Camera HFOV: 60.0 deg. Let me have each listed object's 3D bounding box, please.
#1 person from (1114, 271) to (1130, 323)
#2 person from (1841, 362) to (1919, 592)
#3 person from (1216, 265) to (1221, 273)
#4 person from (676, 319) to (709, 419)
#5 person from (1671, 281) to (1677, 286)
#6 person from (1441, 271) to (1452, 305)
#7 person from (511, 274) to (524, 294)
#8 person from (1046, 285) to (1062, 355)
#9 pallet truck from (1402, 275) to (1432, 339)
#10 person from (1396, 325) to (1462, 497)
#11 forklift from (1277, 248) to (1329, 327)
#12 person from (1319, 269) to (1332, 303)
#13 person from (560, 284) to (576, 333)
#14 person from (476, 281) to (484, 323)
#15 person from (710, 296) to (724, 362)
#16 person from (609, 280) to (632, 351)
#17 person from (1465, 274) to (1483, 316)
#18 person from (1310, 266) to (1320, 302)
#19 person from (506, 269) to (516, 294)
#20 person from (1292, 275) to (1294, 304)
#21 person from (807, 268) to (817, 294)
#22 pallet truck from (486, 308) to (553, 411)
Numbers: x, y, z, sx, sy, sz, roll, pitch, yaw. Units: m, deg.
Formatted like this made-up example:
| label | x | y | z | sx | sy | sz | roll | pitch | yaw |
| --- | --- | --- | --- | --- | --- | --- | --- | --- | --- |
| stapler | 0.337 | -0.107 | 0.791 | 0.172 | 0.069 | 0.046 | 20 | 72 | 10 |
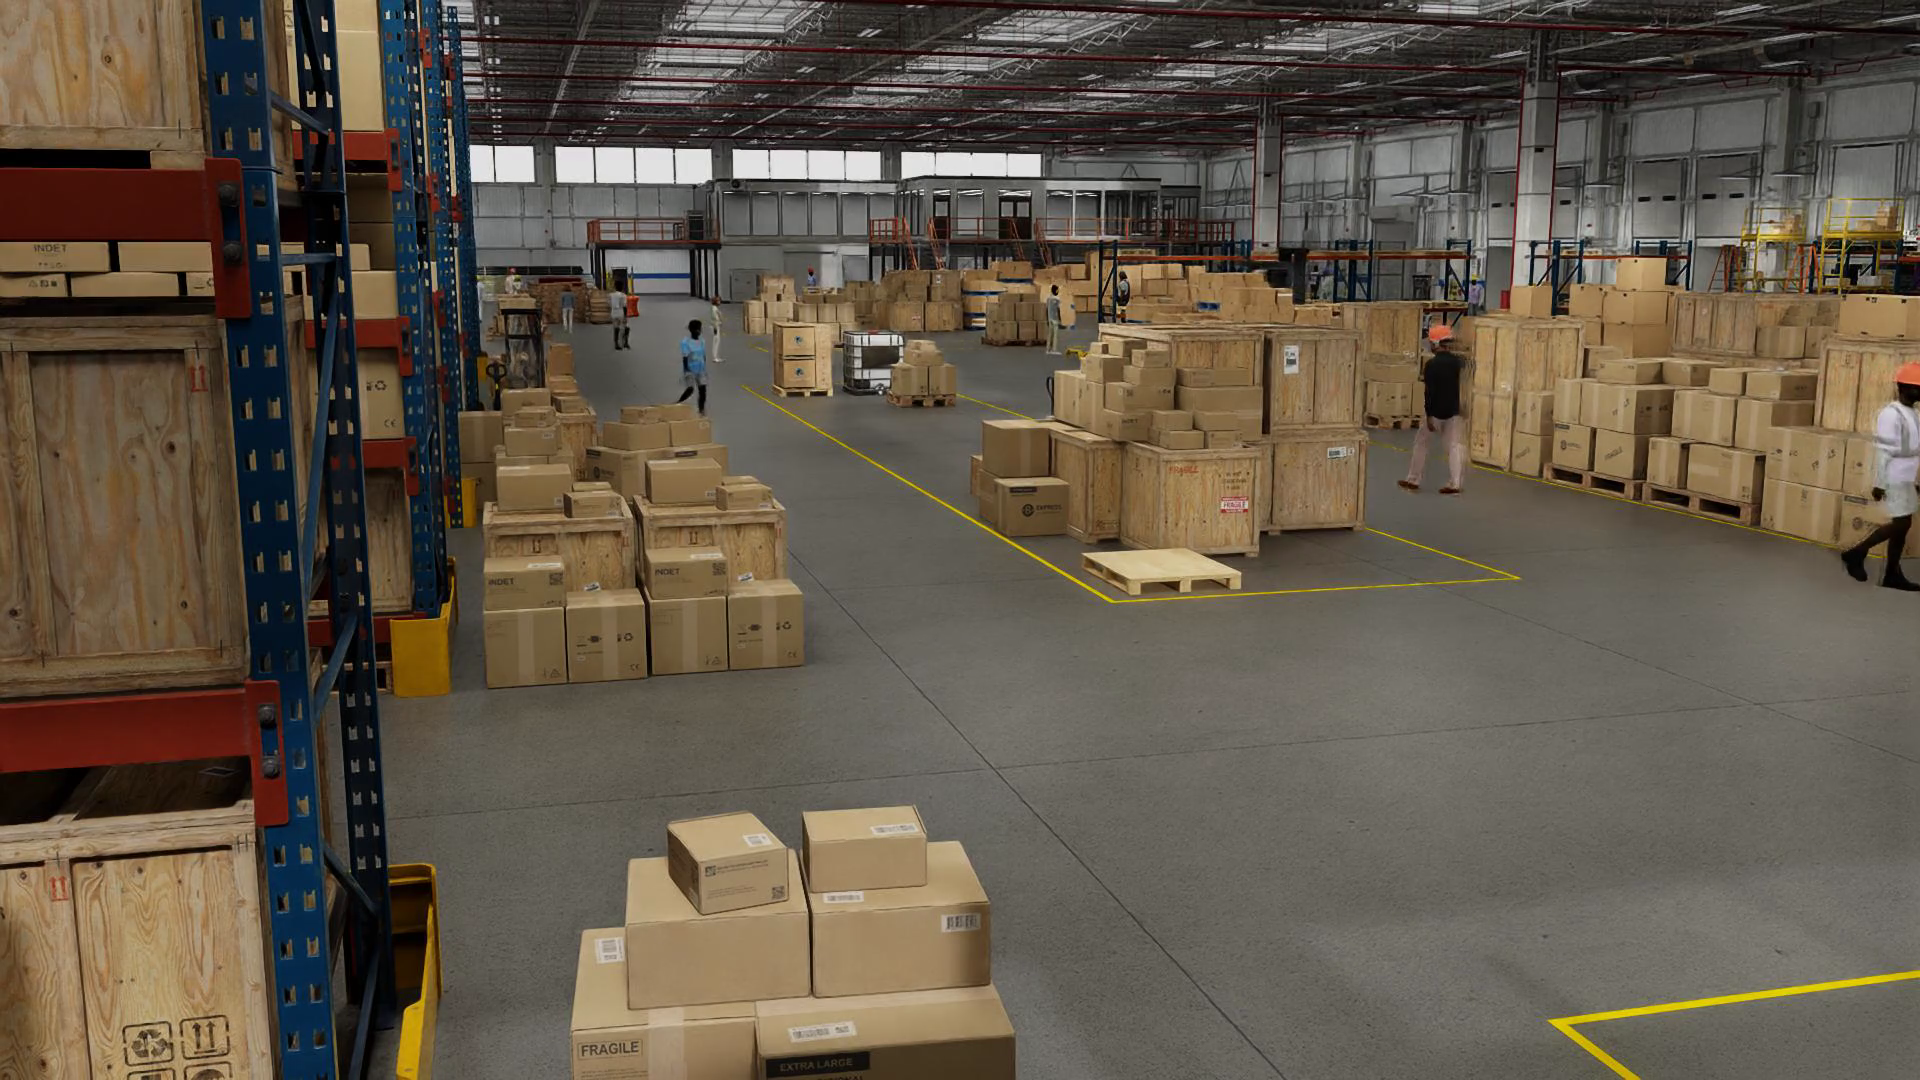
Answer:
| label | x | y | z | sx | sy | sz | roll | pitch | yaw |
| --- | --- | --- | --- | --- | --- | --- | --- | --- | --- |
| person | 5.651 | -8.406 | 58.151 | 0.535 | 2.000 | 0.688 | 4 | 11 | 20 |
| person | 7.809 | -0.530 | 13.897 | 0.545 | 1.925 | 0.492 | -8 | 13 | -39 |
| person | 14.831 | -14.789 | 94.908 | 0.630 | 1.819 | 0.469 | -8 | 13 | -39 |
| person | -4.414 | -2.810 | 27.453 | 0.537 | 1.678 | 0.573 | -10 | 14 | -44 |
| person | 21.929 | -7.062 | 51.220 | 0.654 | 1.796 | 0.933 | 4 | 11 | 20 |
| person | 21.953 | -11.279 | 74.988 | 0.519 | 1.846 | 0.795 | -4 | 11 | -21 |
| person | -18.138 | -10.026 | 68.214 | 0.484 | 1.730 | 0.357 | -4 | 11 | -20 |
| person | 2.487 | -5.828 | 44.082 | 0.318 | 1.858 | 0.527 | -9 | 13 | -41 |
| pallet truck | 14.620 | -7.324 | 52.145 | 0.823 | 1.965 | 1.885 | 8 | 13 | 40 |
| person | 5.478 | -1.492 | 19.251 | 0.618 | 1.956 | 0.927 | -6 | 11 | -29 |
| forklift | 7.657 | -5.335 | 38.383 | 1.873 | 2.768 | 1.129 | -3 | 10 | -15 |
| person | 15.858 | -10.768 | 71.950 | 0.998 | 1.903 | 0.623 | -7 | 12 | -35 |
| person | -13.045 | -7.694 | 55.346 | 0.500 | 1.605 | 0.741 | -3 | 10 | -16 |
| person | -18.231 | -9.075 | 62.686 | 0.582 | 1.785 | 0.952 | -5 | 11 | -26 |
| person | -6.063 | -5.237 | 41.359 | 0.331 | 1.632 | 0.543 | -1 | 10 | -3 |
| person | -9.339 | -6.176 | 45.786 | 0.625 | 1.946 | 0.637 | 4 | 11 | 23 |
| person | 17.923 | -8.319 | 58.063 | 0.594 | 1.908 | 0.793 | 2 | 10 | 10 |
| person | 17.707 | -12.740 | 83.078 | 0.391 | 1.911 | 0.584 | -8 | 13 | -37 |
| person | -18.560 | -10.310 | 69.215 | 0.640 | 1.944 | 1.024 | -1 | 10 | -4 |
| person | 11.344 | -8.070 | 56.690 | 0.575 | 1.885 | 0.355 | -6 | 12 | -31 |
| person | -6.542 | -11.017 | 73.254 | 0.369 | 1.929 | 0.542 | -9 | 13 | -41 |
| pallet truck | -6.242 | -2.418 | 24.362 | 0.823 | 1.965 | 1.885 | 1 | 10 | 3 |
